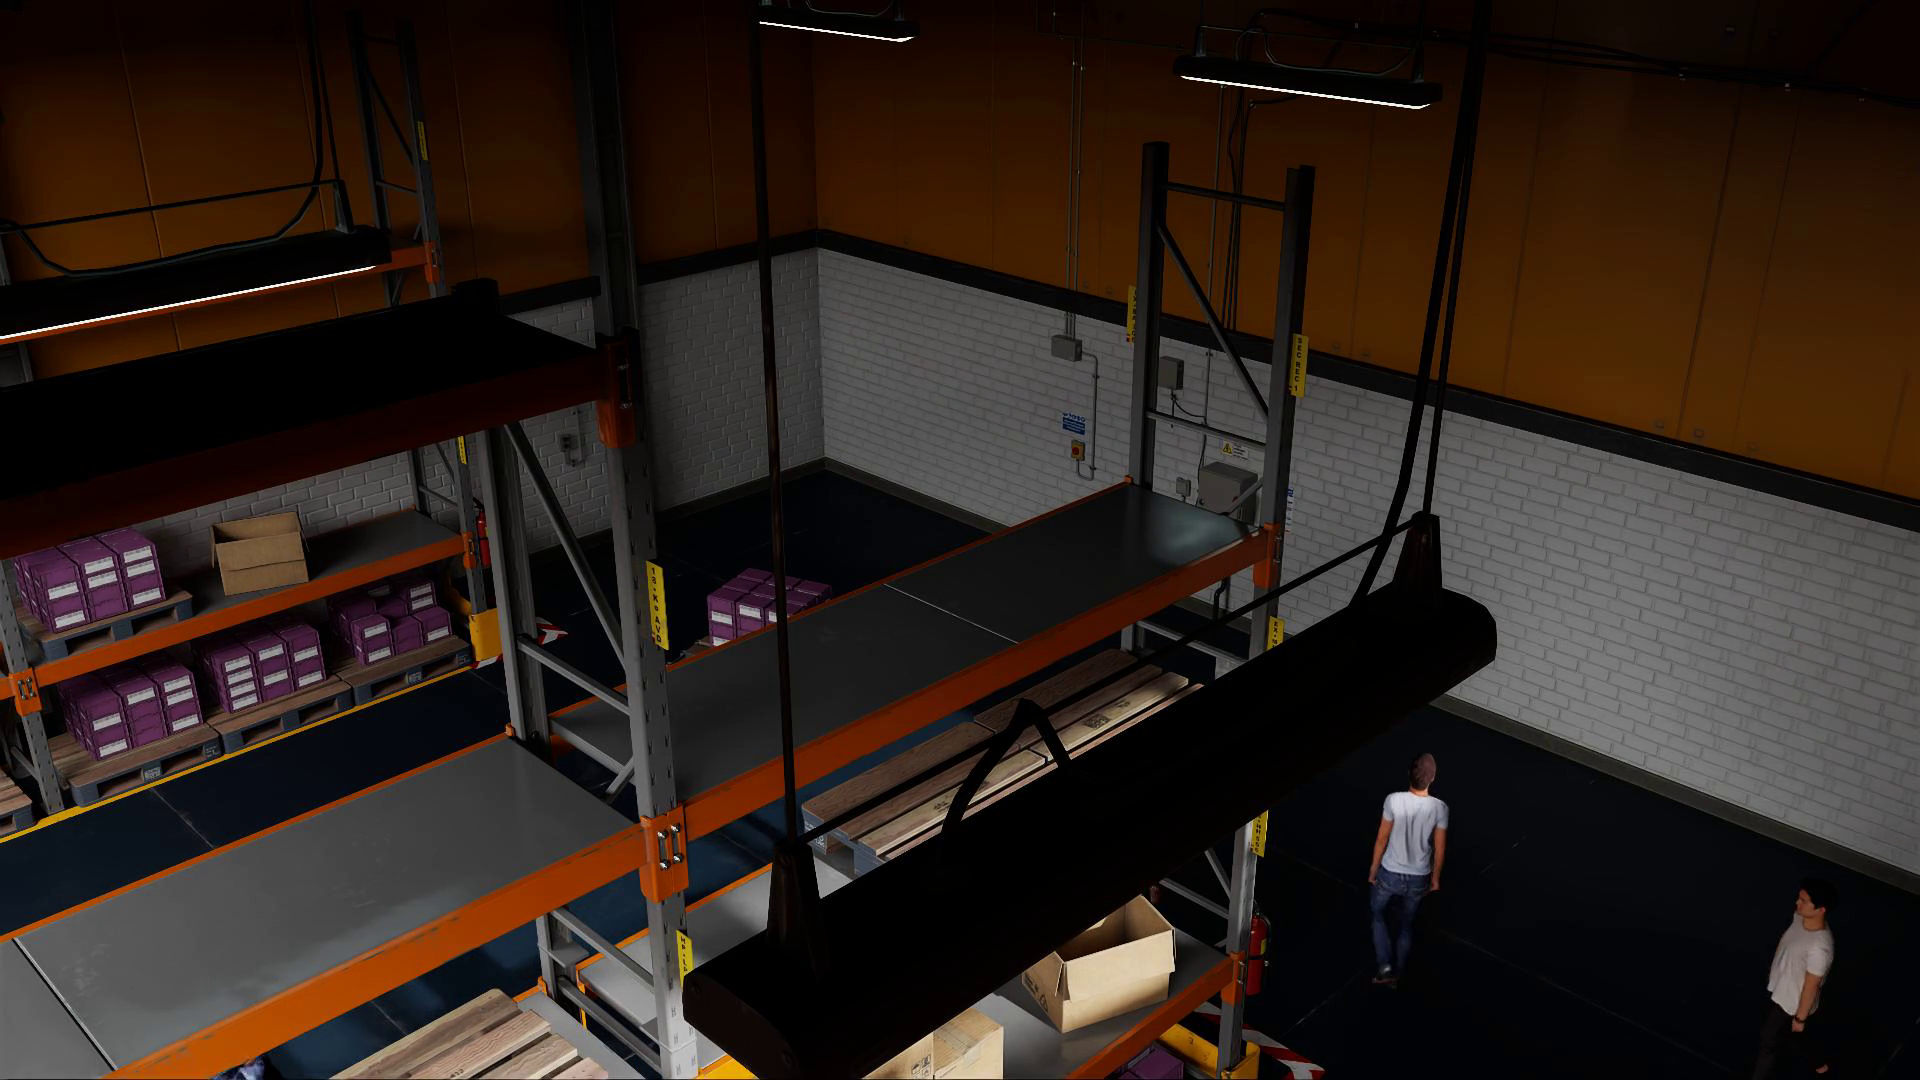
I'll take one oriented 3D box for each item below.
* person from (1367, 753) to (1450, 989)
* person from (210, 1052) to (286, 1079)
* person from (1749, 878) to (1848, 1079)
[{"bbox_3d":[3.030,2.321,11.325,0.837,1.851,0.905,4,24,10],"label":"person"},{"bbox_3d":[-4.284,2.929,9.978,1.123,1.816,0.880,-12,26,-26],"label":"person"},{"bbox_3d":[5.257,2.830,10.346,0.934,1.703,0.993,8,25,17],"label":"person"}]
